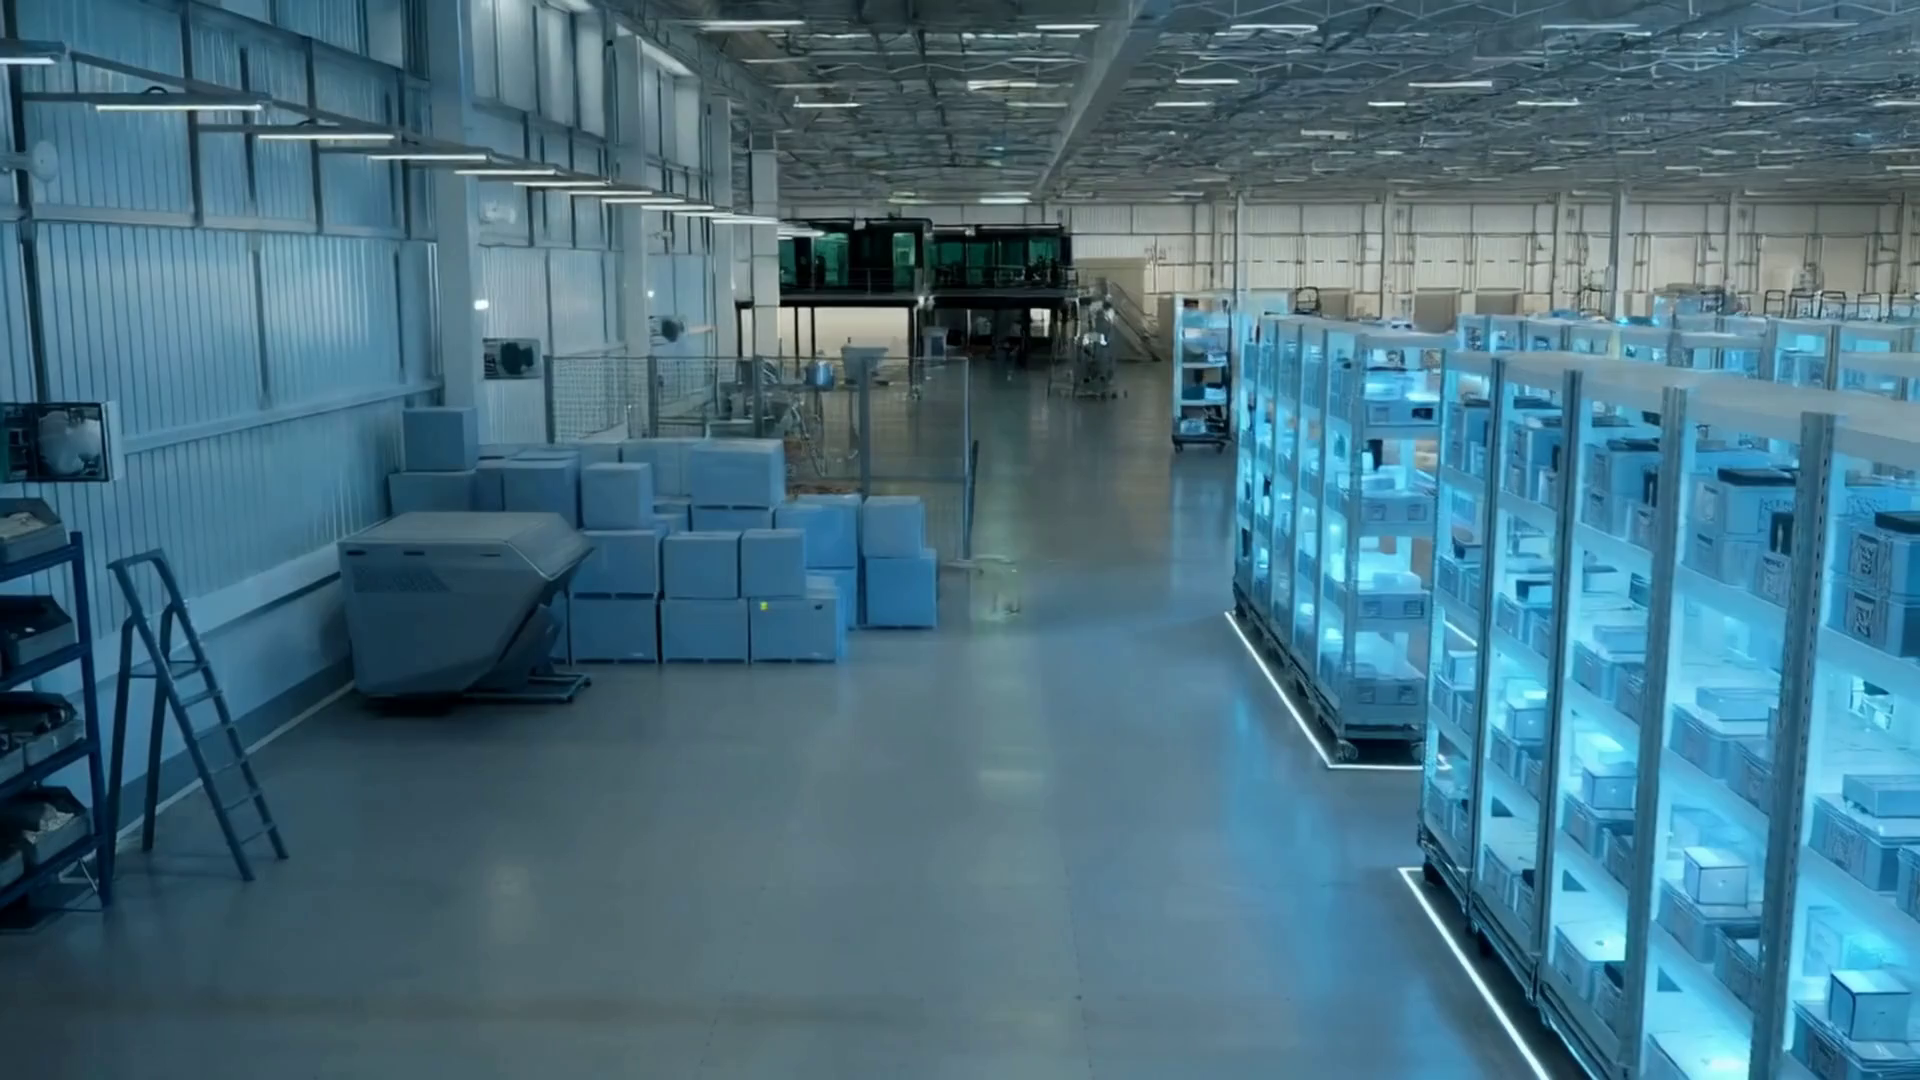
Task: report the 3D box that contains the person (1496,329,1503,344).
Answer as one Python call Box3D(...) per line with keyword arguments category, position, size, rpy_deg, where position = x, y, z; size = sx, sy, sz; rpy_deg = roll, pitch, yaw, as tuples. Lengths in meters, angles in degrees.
Box3D(category="person", position=(26.326, -10.043, 81.710), size=(0.967, 1.833, 0.596), rpy_deg=(-2, 9, -10))

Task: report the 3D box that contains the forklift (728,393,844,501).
Box3D(category="forklift", position=(-2.979, -1.316, 26.476), size=(2.680, 1.987, 1.157), rpy_deg=(0, 9, 1))

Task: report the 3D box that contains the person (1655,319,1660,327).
Box3D(category="person", position=(33.554, -9.844, 80.396), size=(0.513, 1.872, 0.331), rpy_deg=(7, 12, 37))

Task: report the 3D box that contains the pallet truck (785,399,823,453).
Box3D(category="pallet truck", position=(-3.814, -2.432, 36.419), size=(1.630, 1.274, 0.653), rpy_deg=(0, 9, 1))

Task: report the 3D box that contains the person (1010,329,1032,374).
Box3D(category="person", position=(2.431, -7.448, 65.843), size=(0.959, 1.794, 0.513), rpy_deg=(-5, 11, -29))

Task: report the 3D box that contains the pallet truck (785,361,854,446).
Box3D(category="pallet truck", position=(-3.410, -3.193, 38.978), size=(1.885, 1.965, 0.823), rpy_deg=(0, 9, -1))

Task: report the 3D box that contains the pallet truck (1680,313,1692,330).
Box3D(category="pallet truck", position=(36.315, -10.531, 84.244), size=(0.823, 1.965, 1.885), rpy_deg=(-6, 11, -33))

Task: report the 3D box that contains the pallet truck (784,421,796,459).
Box3D(category="pallet truck", position=(-4.013, -1.793, 32.705), size=(1.601, 1.201, 0.680), rpy_deg=(0, 9, 1))

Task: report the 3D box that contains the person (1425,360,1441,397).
Box3D(category="person", position=(10.979, -3.165, 38.670), size=(0.614, 2.038, 0.396), rpy_deg=(0, 9, 0))

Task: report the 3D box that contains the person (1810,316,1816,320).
Box3D(category="person", position=(42.339, -10.229, 82.778), size=(1.017, 1.863, 0.603), rpy_deg=(3, 10, 17))

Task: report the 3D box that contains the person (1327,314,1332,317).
Box3D(category="person", position=(19.477, -11.014, 87.709), size=(0.429, 1.840, 0.629), rpy_deg=(4, 10, 22))

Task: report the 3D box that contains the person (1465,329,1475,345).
Box3D(category="person", position=(19.472, -7.095, 63.349), size=(0.638, 1.894, 0.636), rpy_deg=(1, 9, 7))

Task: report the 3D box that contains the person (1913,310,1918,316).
Box3D(category="person", position=(52.648, -11.722, 91.792), size=(0.376, 1.932, 0.543), rpy_deg=(-3, 10, -18))

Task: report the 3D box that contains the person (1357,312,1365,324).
Box3D(category="person", position=(22.249, -11.738, 92.178), size=(0.429, 1.836, 0.638), rpy_deg=(8, 12, 39))

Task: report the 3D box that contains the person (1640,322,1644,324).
Box3D(category="person", position=(29.842, -8.610, 72.815), size=(0.619, 1.862, 1.023), rpy_deg=(-1, 9, -9))

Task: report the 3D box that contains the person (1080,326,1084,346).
Box3D(category="person", position=(6.631, -11.533, 90.652), size=(0.502, 1.920, 0.671), rpy_deg=(-2, 9, -14))

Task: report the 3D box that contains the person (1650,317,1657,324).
Box3D(category="person", position=(33.134, -9.749, 79.720), size=(0.936, 1.908, 0.641), rpy_deg=(2, 9, 12))

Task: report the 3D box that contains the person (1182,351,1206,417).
Box3D(category="person", position=(6.676, -4.376, 46.730), size=(0.997, 1.845, 0.731), rpy_deg=(-3, 10, -20))

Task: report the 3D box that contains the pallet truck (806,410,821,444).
Box3D(category="pallet truck", position=(-3.559, -2.018, 33.905), size=(1.522, 1.261, 0.704), rpy_deg=(0, 9, -1))

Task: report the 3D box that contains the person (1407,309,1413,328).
Box3D(category="person", position=(25.592, -12.173, 94.625), size=(0.397, 1.919, 0.585), rpy_deg=(5, 11, 30))

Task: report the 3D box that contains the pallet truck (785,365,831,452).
Box3D(category="pallet truck", position=(-3.774, -2.976, 37.635), size=(1.885, 1.965, 0.823), rpy_deg=(1, 9, 5))

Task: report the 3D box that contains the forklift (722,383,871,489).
Box3D(category="forklift", position=(-2.893, -1.687, 28.729), size=(2.680, 1.987, 1.157), rpy_deg=(0, 9, -1))
